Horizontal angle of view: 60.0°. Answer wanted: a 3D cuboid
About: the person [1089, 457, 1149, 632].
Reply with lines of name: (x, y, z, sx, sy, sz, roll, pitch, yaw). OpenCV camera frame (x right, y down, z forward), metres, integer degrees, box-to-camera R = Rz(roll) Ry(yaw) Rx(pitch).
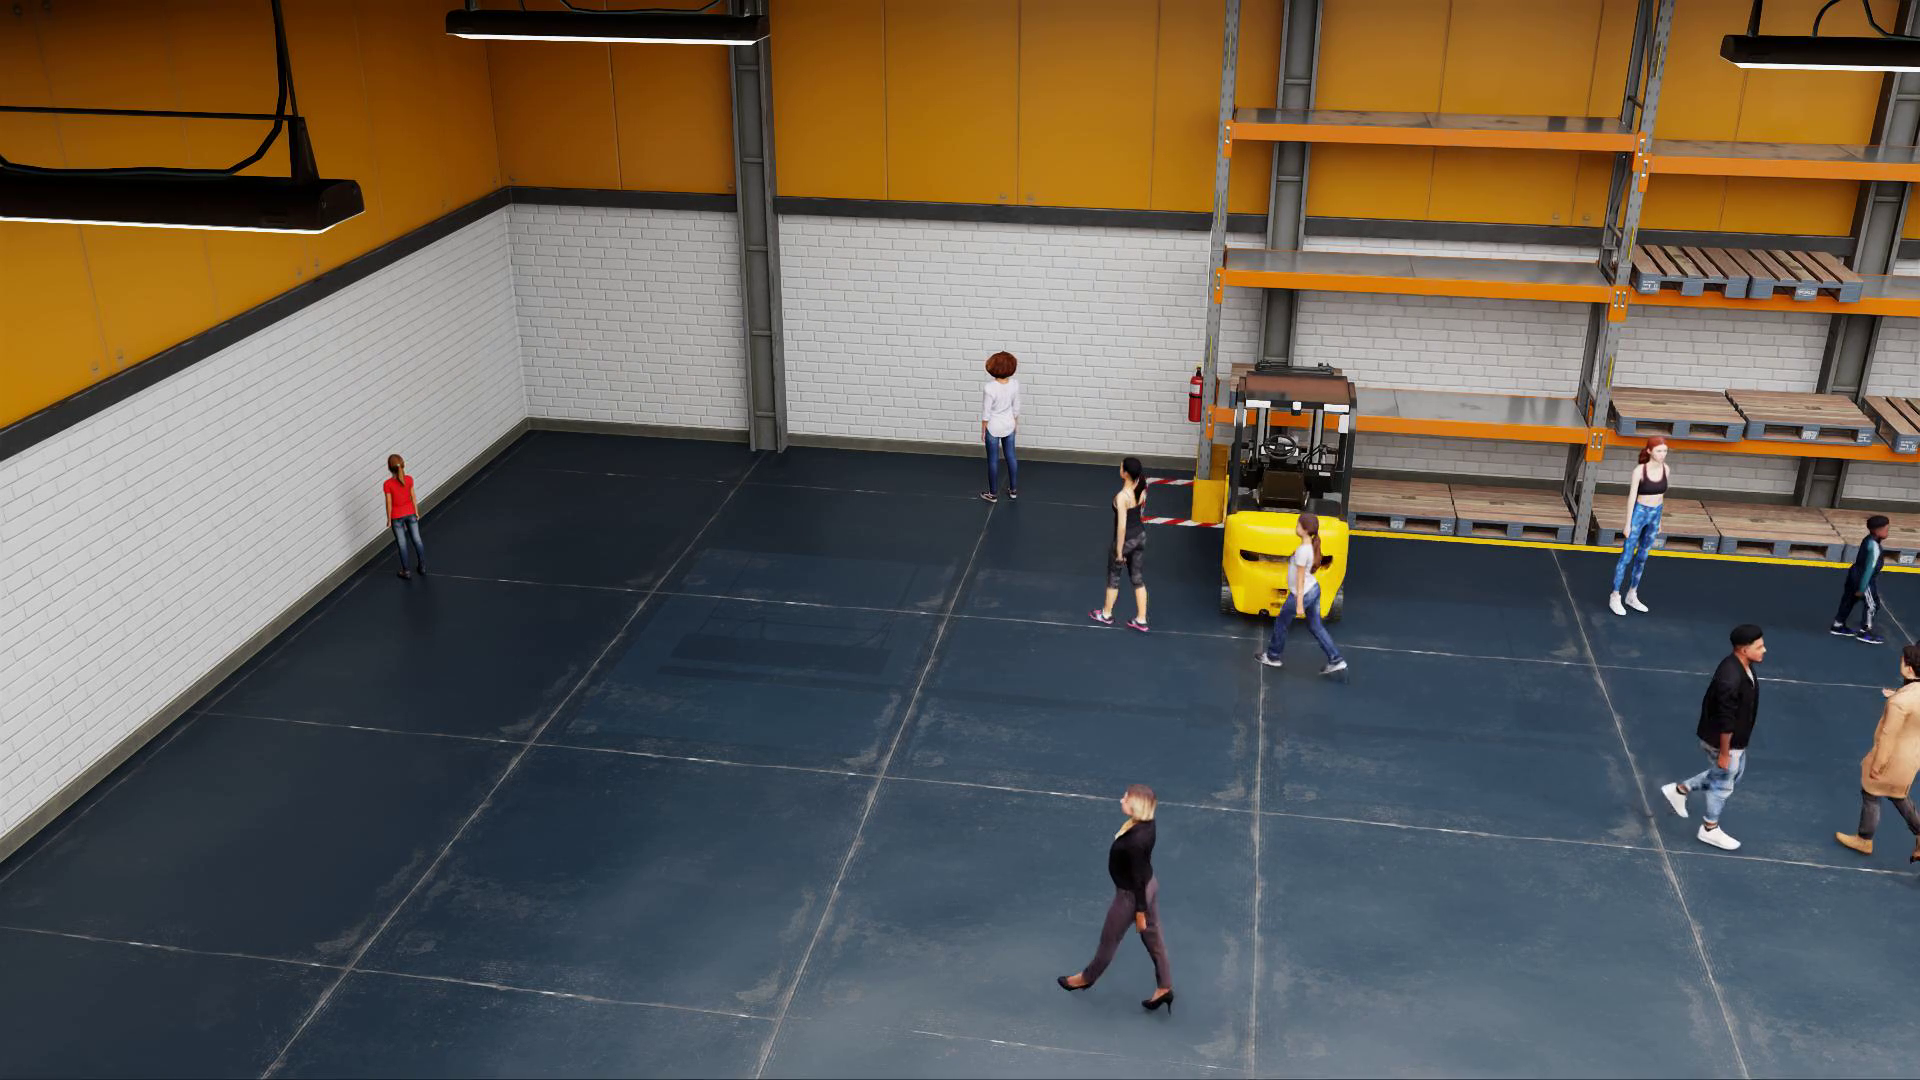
person: (1.630, 0.052, 15.525, 0.944, 1.713, 0.837, 21, 31, 39)

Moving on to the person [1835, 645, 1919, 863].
person: (6.838, 1.590, 12.009, 0.969, 1.710, 1.002, -13, 27, -27)

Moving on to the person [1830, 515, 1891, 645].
person: (8.333, 0.337, 15.460, 0.665, 1.243, 0.555, 6, 24, 14)

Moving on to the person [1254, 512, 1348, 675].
person: (3.114, 0.502, 14.727, 1.134, 1.527, 0.831, 15, 28, 30)

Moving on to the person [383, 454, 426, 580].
person: (-5.590, -0.244, 16.704, 0.565, 1.310, 0.619, -18, 30, -36)

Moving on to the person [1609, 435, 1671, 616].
person: (6.527, -0.153, 15.903, 0.634, 1.784, 0.720, -7, 24, -15)

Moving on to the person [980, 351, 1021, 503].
person: (0.457, -1.277, 18.564, 0.731, 1.713, 0.811, -11, 26, -24)

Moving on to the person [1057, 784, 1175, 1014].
person: (1.196, 2.295, 10.483, 1.022, 1.642, 0.714, 8, 25, 18)

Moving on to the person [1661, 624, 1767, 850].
person: (5.574, 1.418, 12.297, 1.000, 1.795, 0.897, 16, 28, 32)
